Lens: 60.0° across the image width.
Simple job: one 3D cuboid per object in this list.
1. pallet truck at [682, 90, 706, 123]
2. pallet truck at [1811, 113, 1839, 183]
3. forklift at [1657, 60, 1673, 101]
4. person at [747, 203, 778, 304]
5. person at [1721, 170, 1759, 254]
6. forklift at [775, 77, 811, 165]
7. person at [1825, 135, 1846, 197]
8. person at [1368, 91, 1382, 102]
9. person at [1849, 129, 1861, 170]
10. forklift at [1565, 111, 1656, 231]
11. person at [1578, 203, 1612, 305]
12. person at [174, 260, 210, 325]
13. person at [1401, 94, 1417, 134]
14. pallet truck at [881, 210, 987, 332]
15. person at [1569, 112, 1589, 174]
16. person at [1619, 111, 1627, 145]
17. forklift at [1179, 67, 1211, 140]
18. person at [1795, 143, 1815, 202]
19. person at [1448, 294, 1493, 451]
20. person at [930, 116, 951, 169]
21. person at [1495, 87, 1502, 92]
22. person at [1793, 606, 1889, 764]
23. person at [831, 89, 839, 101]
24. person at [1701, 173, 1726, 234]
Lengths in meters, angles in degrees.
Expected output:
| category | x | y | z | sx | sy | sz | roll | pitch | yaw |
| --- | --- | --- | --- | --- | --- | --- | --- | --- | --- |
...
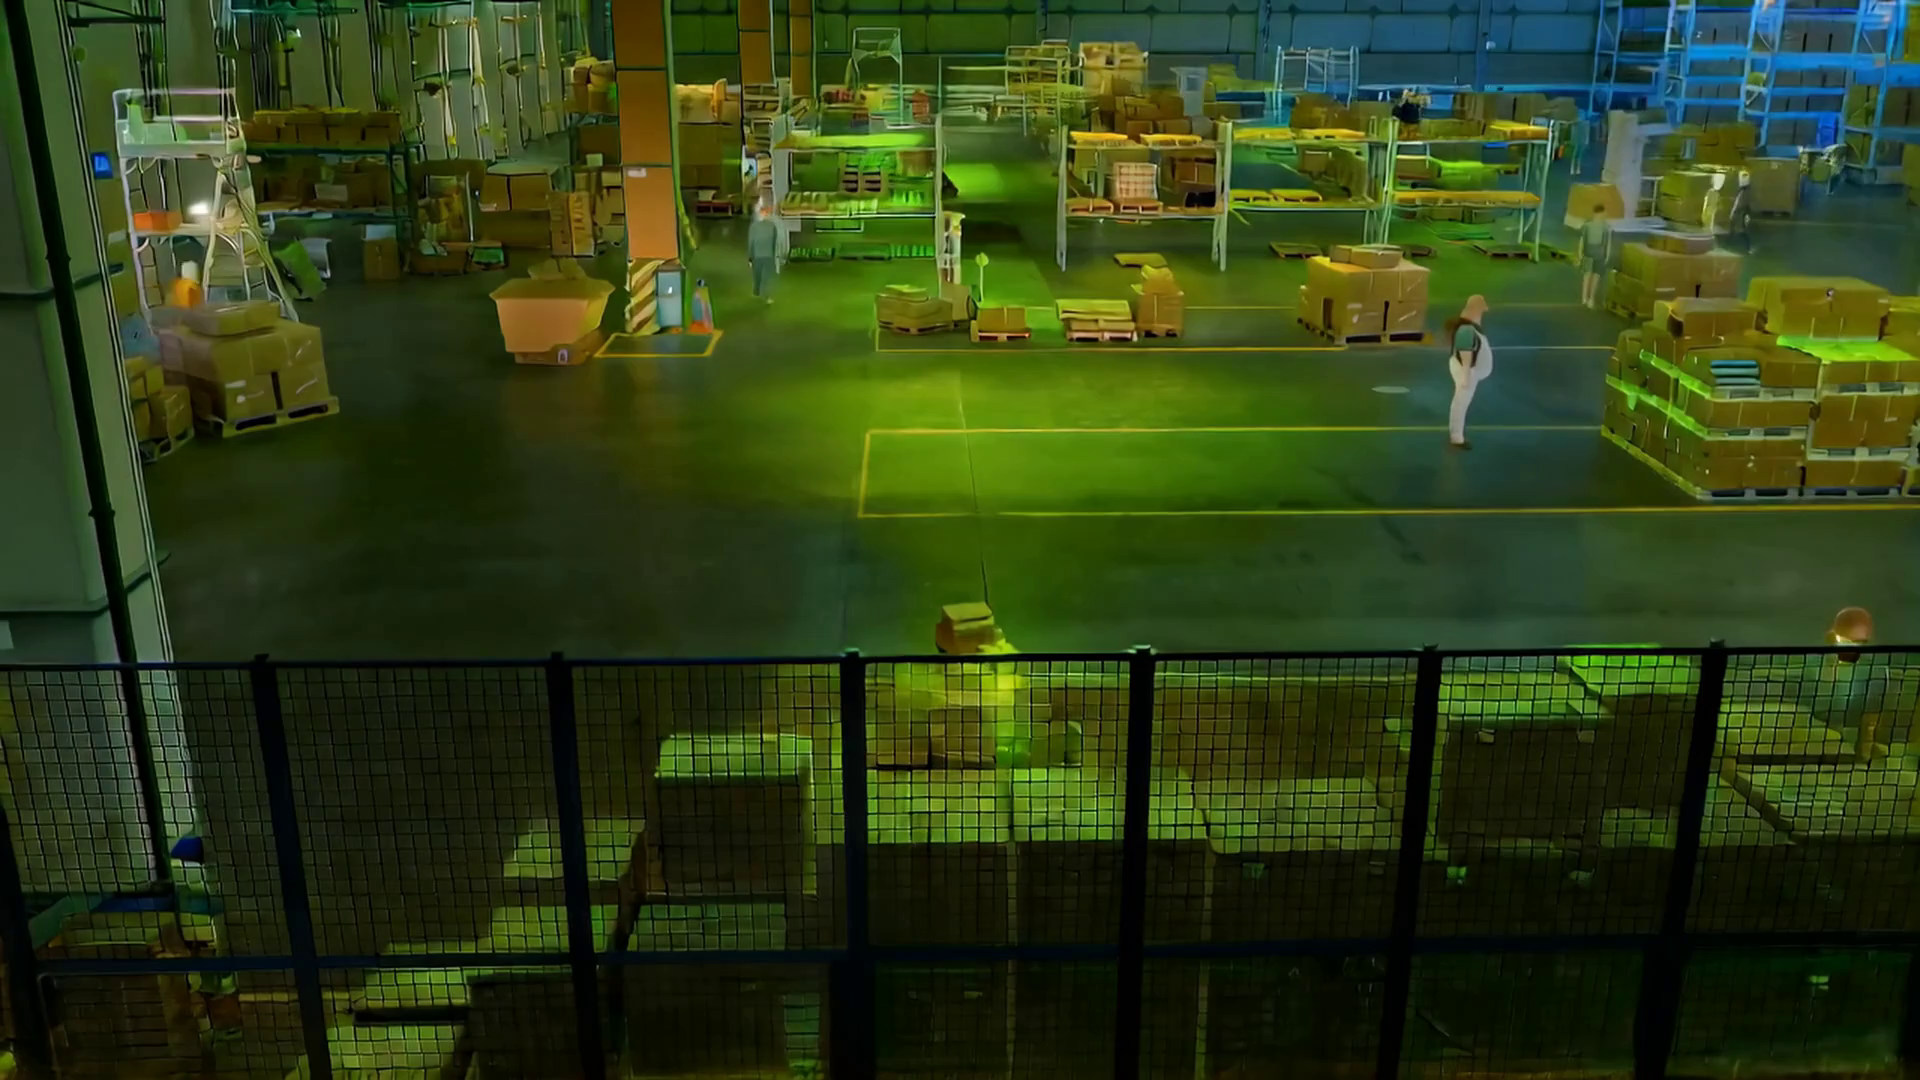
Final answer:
| category | x | y | z | sx | sy | sz | roll | pitch | yaw |
| --- | --- | --- | --- | --- | --- | --- | --- | --- | --- |
| pallet truck | -9.671 | -15.907 | 62.421 | 0.823 | 1.965 | 1.885 | 5 | 19 | 15 |
| pallet truck | 26.403 | -11.957 | 50.702 | 0.823 | 1.965 | 1.885 | 6 | 19 | 16 |
| forklift | 28.075 | -17.646 | 66.219 | 1.873 | 2.768 | 1.129 | -1 | 19 | -2 |
| person | -3.730 | -5.427 | 31.526 | 0.607 | 1.880 | 1.004 | -7 | 20 | -21 |
| person | 17.554 | -7.338 | 37.250 | 0.875 | 1.844 | 0.524 | 18 | 25 | 42 |
| forklift | -5.920 | -13.893 | 55.085 | 1.873 | 2.768 | 1.129 | -1 | 19 | -1 |
| person | 24.865 | -10.612 | 47.178 | 0.317 | 1.696 | 0.538 | -5 | 19 | -15 |
| person | 15.672 | -15.963 | 62.754 | 0.648 | 1.888 | 0.995 | -6 | 19 | -17 |
| person | 29.160 | -12.924 | 53.814 | 0.634 | 1.841 | 0.429 | -3 | 19 | -10 |
| forklift | 16.028 | -9.022 | 40.636 | 1.873 | 2.768 | 1.129 | -1 | 19 | -2 |
| person | 11.893 | -5.346 | 31.218 | 0.557 | 1.914 | 0.670 | 9 | 20 | 24 |
| person | -11.682 | -3.354 | 25.437 | 0.652 | 1.831 | 0.434 | 13 | 22 | 33 |
| person | 16.204 | -15.054 | 59.928 | 0.665 | 1.965 | 0.729 | -4 | 19 | -11 |
| pallet truck | -0.493 | -4.759 | 29.349 | 1.885 | 1.965 | 0.823 | -13 | 23 | -34 |
| person | 19.542 | -12.525 | 52.479 | 0.369 | 1.939 | 0.631 | -13 | 23 | -34 |
| person | 21.371 | -13.014 | 54.083 | 0.611 | 1.860 | 0.855 | 0 | 19 | -1 |
| forklift | 8.564 | -16.052 | 61.490 | 1.129 | 2.768 | 1.873 | -3 | 19 | -9 |
| person | 23.310 | -10.162 | 45.999 | 0.527 | 1.599 | 0.858 | 5 | 19 | 16 |
| person | 6.660 | -2.197 | 21.681 | 0.535 | 2.000 | 0.685 | 5 | 19 | 15 |
| person | -0.602 | -11.987 | 50.896 | 0.655 | 1.928 | 0.493 | -2 | 19 | -5 |
| person | 20.916 | -16.755 | 65.076 | 0.545 | 1.911 | 0.776 | -9 | 21 | -26 |
| person | 5.903 | 1.361 | 11.279 | 0.545 | 1.942 | 0.351 | 17 | 25 | 40 |
| person | -5.129 | -17.528 | 67.738 | 0.689 | 1.663 | 0.546 | -15 | 23 | -37 |
| person | 16.162 | -6.905 | 35.788 | 0.383 | 1.958 | 0.598 | 3 | 19 | 10 |
